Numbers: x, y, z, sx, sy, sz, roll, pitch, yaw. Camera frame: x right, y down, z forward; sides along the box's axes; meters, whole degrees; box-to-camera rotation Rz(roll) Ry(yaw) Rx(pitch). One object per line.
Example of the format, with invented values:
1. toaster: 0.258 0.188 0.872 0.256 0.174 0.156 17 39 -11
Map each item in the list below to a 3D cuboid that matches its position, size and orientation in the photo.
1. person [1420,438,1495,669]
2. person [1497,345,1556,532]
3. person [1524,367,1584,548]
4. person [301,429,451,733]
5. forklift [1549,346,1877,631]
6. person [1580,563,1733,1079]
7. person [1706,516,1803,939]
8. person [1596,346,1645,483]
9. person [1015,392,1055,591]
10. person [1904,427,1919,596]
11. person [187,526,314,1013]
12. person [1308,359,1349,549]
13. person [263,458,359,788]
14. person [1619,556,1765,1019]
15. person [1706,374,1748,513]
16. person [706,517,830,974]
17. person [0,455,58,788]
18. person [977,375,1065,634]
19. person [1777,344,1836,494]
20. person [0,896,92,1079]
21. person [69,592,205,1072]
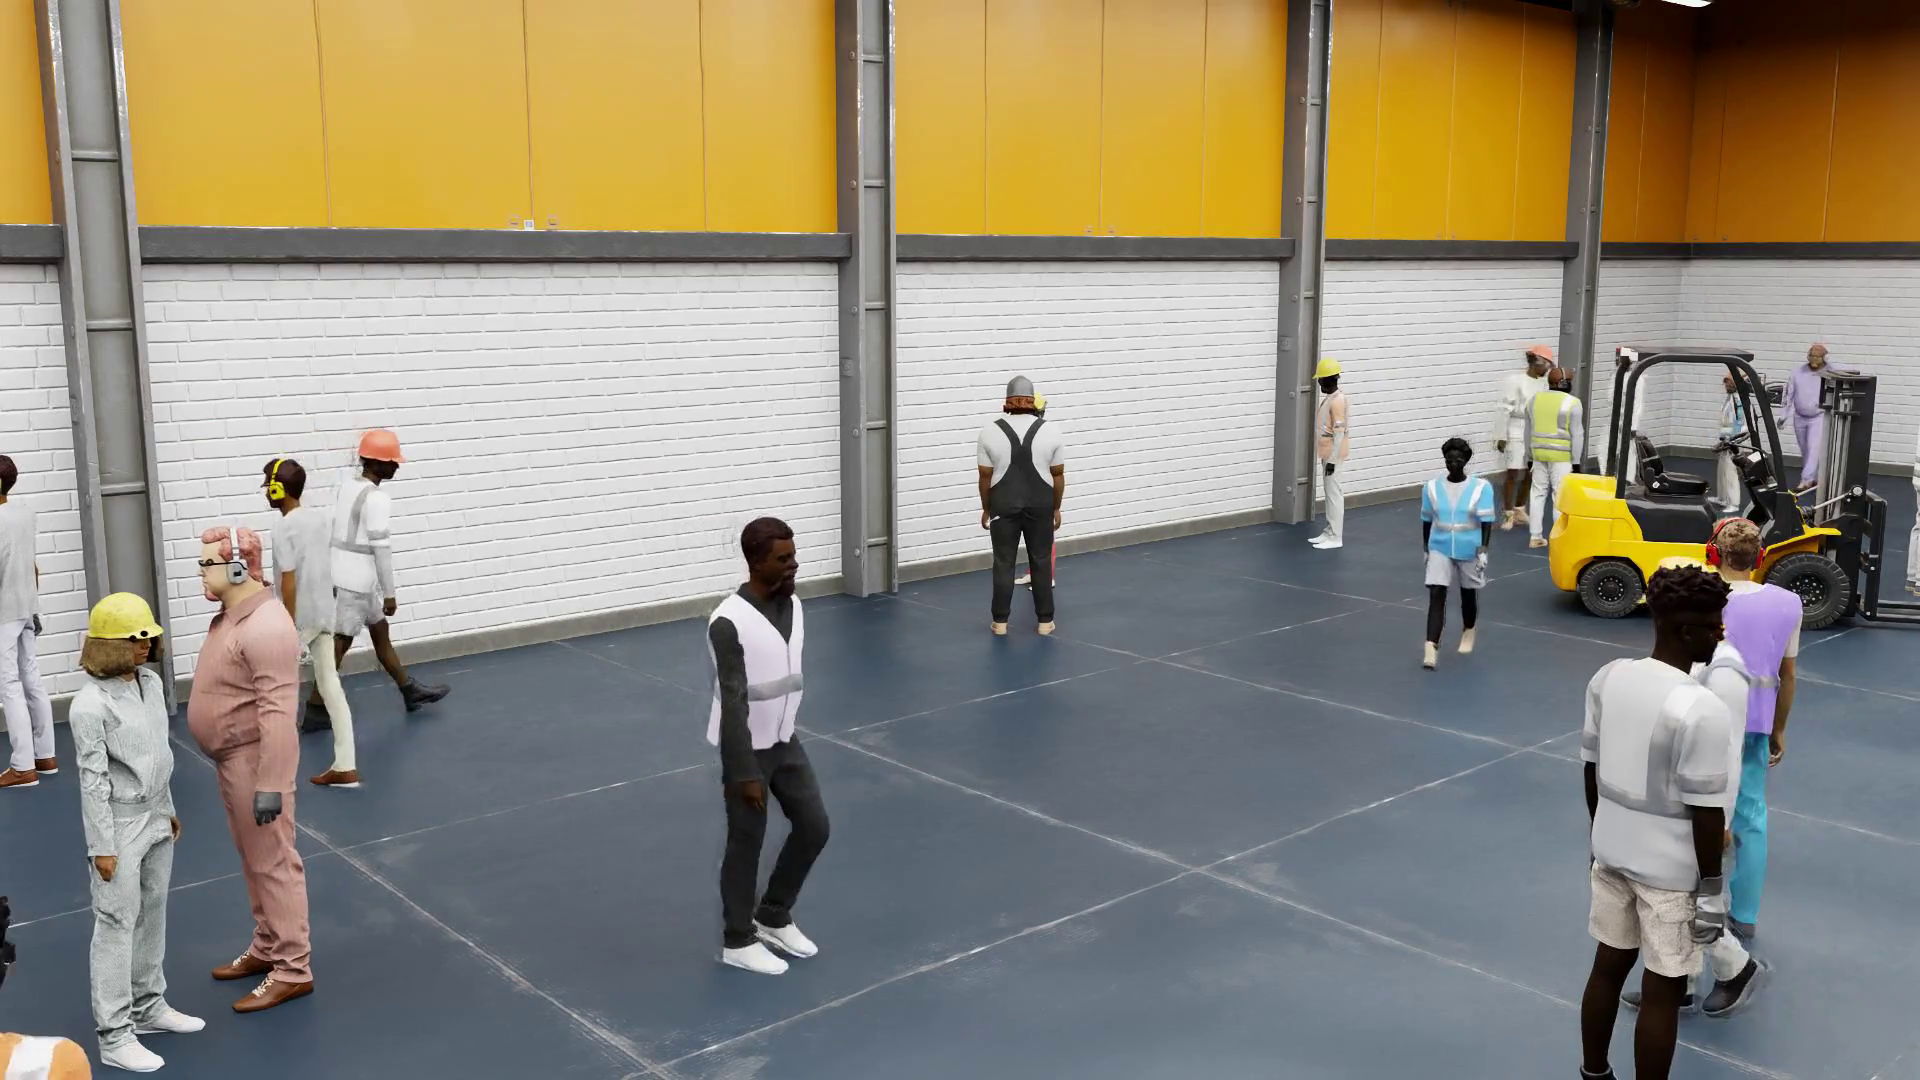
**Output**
1. person: 3.590 0.077 12.043 0.537 1.649 0.904 5 11 25
2. person: 6.047 -1.085 17.867 0.705 1.991 0.387 -6 11 -29
3. person: 5.962 -0.812 16.689 0.430 1.841 0.624 -7 12 -37
4. person: -3.697 0.243 10.421 1.028 1.864 0.550 -7 12 -36
5. forklift: 6.109 -0.478 13.691 2.313 2.155 1.214 3 10 16
6. person: 2.285 1.042 5.461 0.364 1.962 0.611 -3 10 -15
7. person: 3.278 0.816 7.129 0.567 1.847 0.389 0 10 -1
8. person: 7.945 -1.407 20.076 0.666 1.862 0.602 -4 10 -21
9. person: 0.663 -0.431 14.692 0.337 1.760 0.526 -4 10 -21
10. person: 8.451 -0.445 14.400 0.349 1.884 0.584 3 10 16
11. person: -2.806 0.885 6.551 0.407 1.906 0.655 -7 12 -34
12. person: 3.724 -0.866 16.769 0.381 1.919 0.584 1 10 7
13. person: -3.720 0.469 9.188 0.841 1.829 0.518 2 10 13
14. person: 2.791 0.960 6.386 0.447 1.811 0.596 1 10 5
15. person: 8.899 -1.132 19.219 0.320 1.612 0.707 2 10 10
16. person: -0.788 0.847 6.762 0.499 1.905 0.586 5 11 27
17. person: -5.302 0.440 9.245 0.316 1.875 0.531 0 10 0
18. person: 0.472 -0.279 12.972 0.679 2.000 0.537 0 10 1
19. person: 10.647 -1.519 20.798 0.991 1.858 0.643 -8 12 -39
20. person: -1.997 1.536 3.375 0.547 1.685 0.448 0 10 3
21. person: -3.008 1.046 6.085 0.312 1.743 0.493 0 10 3
